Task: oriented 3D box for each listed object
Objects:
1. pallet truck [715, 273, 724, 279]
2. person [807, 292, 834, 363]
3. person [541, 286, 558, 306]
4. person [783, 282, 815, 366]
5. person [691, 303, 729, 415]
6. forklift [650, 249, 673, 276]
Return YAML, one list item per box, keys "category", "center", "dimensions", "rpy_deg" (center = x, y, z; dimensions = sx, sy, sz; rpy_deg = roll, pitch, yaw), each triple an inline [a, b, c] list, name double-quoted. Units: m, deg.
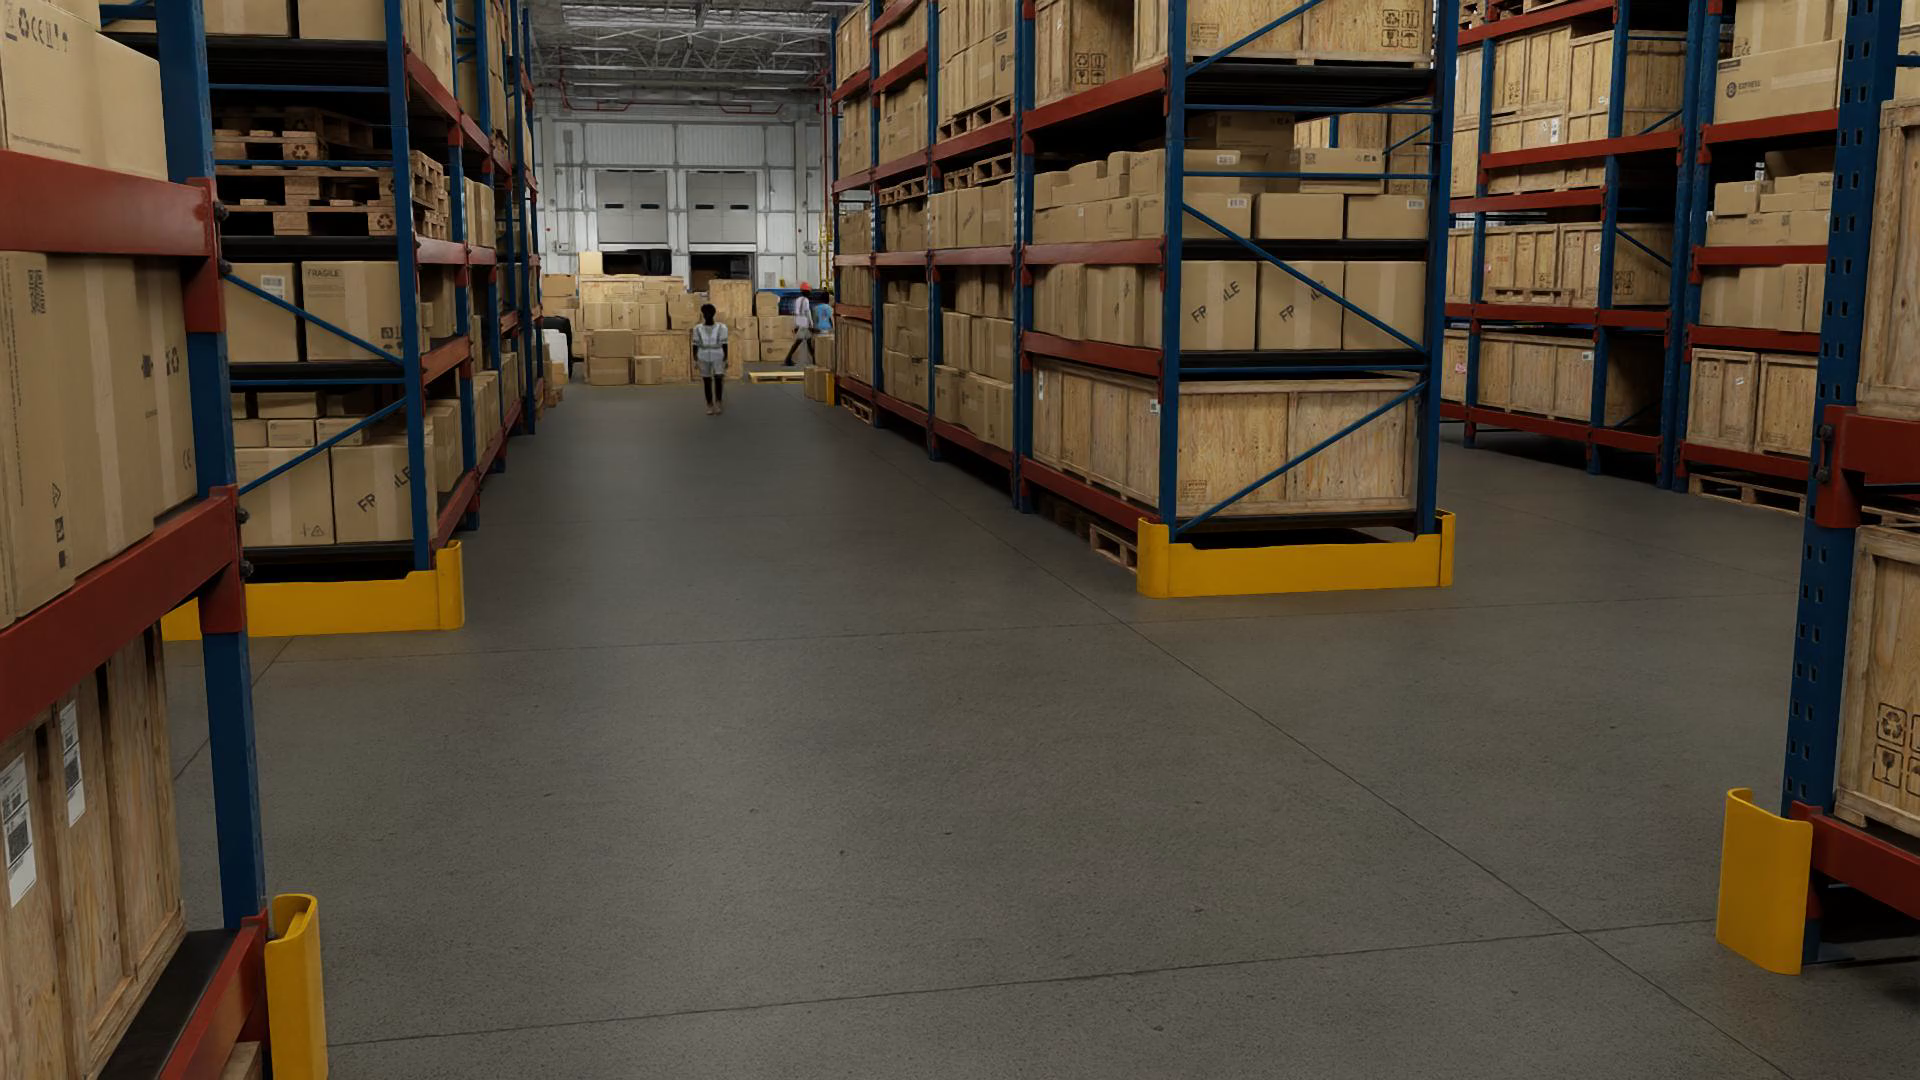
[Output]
- category: "pallet truck"
  center: [-8.580, -8.986, 62.280]
  dimensions: [1.885, 1.965, 0.823]
  rpy_deg: [1, 9, 5]
- category: "person"
  center: [-3.168, -4.885, 38.298]
  dimensions: [0.830, 1.665, 0.529]
  rpy_deg: [-5, 11, -29]
- category: "person"
  center: [-14.518, -8.383, 58.823]
  dimensions: [0.594, 1.924, 0.381]
  rpy_deg: [-2, 9, -11]
- category: "person"
  center: [-3.549, -4.853, 37.455]
  dimensions: [1.029, 1.890, 0.561]
  rpy_deg: [-4, 10, -25]
- category: "person"
  center: [-3.734, -2.684, 24.808]
  dimensions: [0.553, 1.672, 0.563]
  rpy_deg: [0, 9, 0]
- category: "forklift"
  center: [-9.860, -8.261, 55.178]
  dimensions: [1.873, 2.768, 1.129]
  rpy_deg: [3, 10, 19]
